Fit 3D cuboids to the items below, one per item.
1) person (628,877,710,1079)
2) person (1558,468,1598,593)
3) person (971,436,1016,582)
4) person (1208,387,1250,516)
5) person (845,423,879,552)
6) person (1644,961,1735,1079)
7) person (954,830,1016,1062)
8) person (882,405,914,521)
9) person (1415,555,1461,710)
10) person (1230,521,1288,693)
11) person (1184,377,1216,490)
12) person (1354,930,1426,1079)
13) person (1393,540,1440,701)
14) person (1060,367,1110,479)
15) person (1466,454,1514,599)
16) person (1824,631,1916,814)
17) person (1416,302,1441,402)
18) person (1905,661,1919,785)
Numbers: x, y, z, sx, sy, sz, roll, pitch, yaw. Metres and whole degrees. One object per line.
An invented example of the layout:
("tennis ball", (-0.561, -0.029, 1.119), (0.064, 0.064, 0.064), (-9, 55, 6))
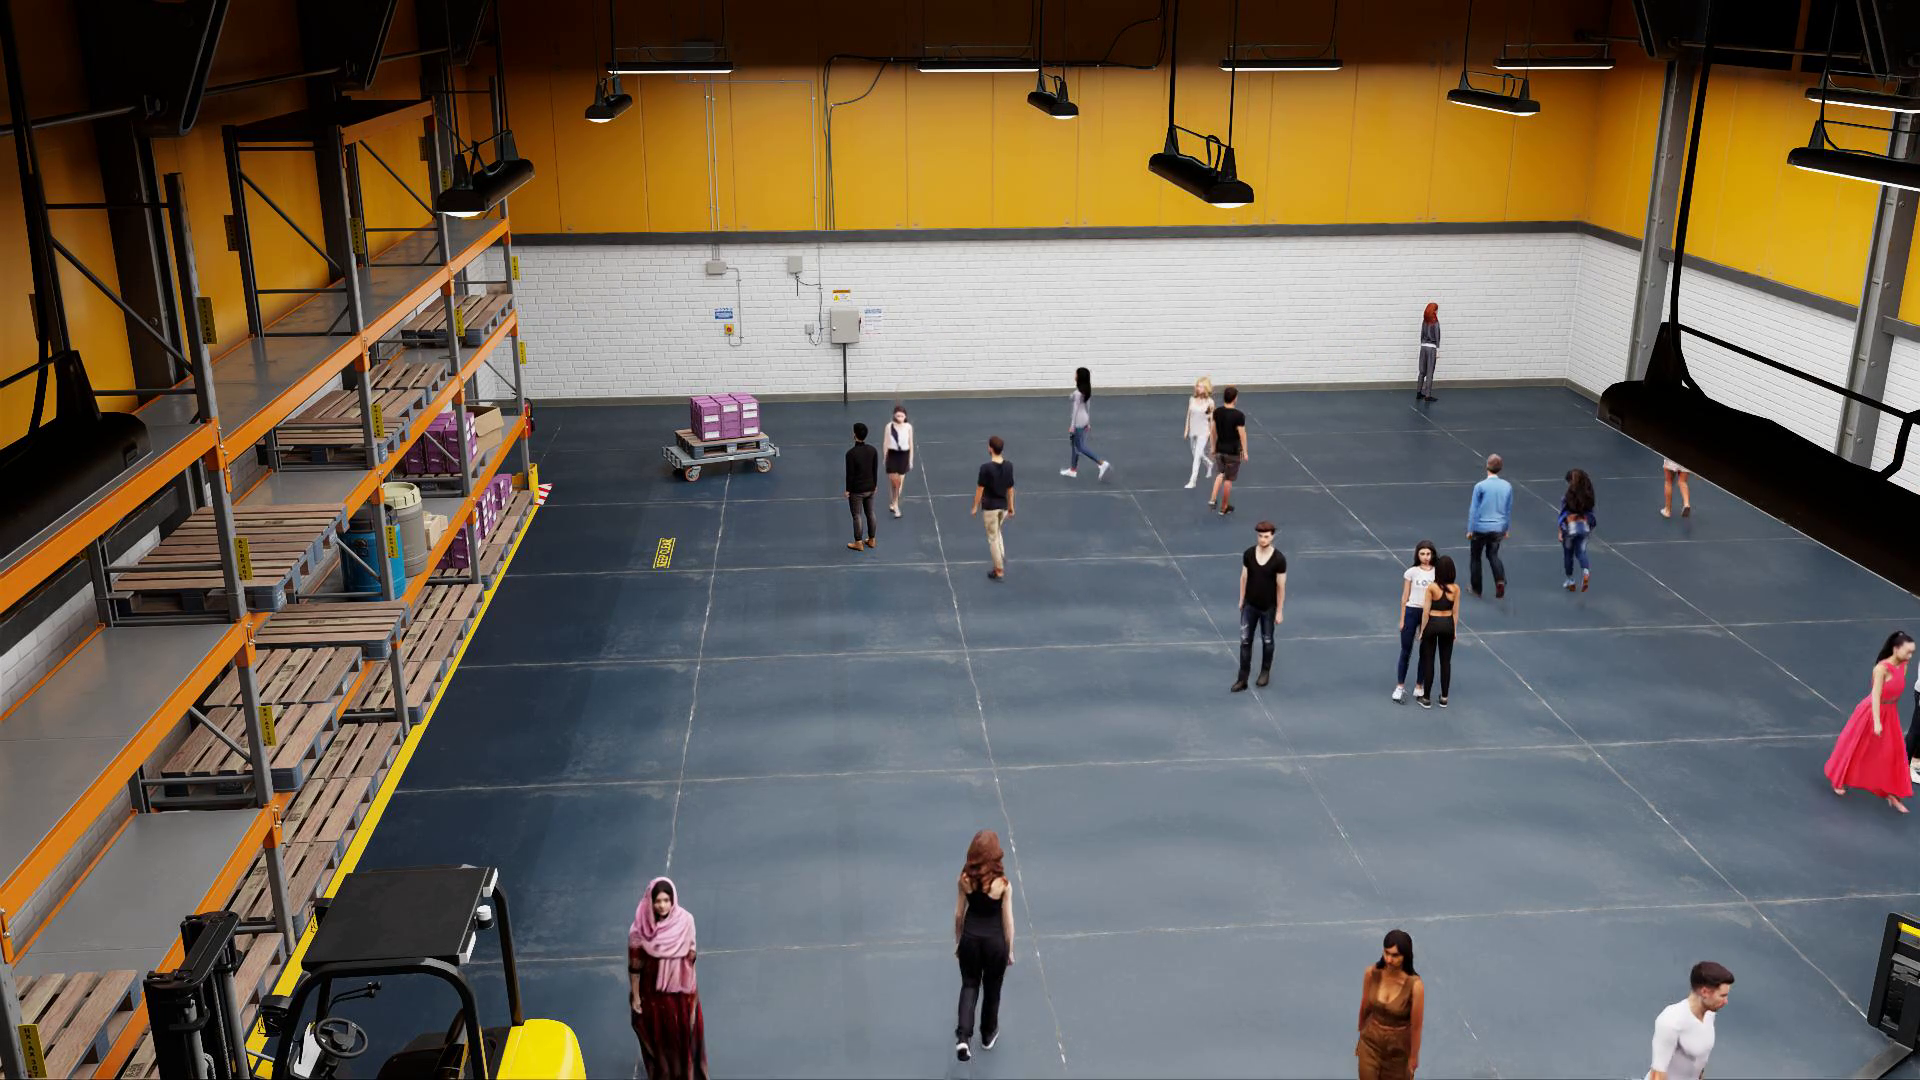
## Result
("person", (-2.021, 2.981, 11.257), (0.727, 1.614, 0.919), (-5, 19, -13))
("person", (7.565, -0.072, 20.340), (0.640, 1.603, 0.864), (0, 19, 0))
("person", (0.495, -0.368, 20.844), (0.775, 1.842, 0.813), (-14, 23, -36))
("person", (3.718, -1.234, 23.405), (0.841, 1.849, 0.905), (16, 25, 40))
("person", (-1.305, -0.719, 22.075), (0.726, 1.723, 0.724), (-13, 23, -34))
("person", (4.182, 3.302, 9.976), (0.963, 1.823, 1.027), (-10, 21, -28))
("person", (0.143, 2.842, 11.486), (0.778, 1.731, 0.997), (5, 19, 15))
("person", (-0.887, -1.122, 23.444), (0.647, 1.612, 1.041), (-3, 19, -9))
("person", (4.968, 0.945, 17.257), (0.564, 1.643, 0.511), (0, 19, -1))
("person", (3.242, 0.671, 17.722), (1.011, 1.866, 1.128), (10, 21, 27))
("person", (3.635, -1.626, 24.888), (1.037, 1.645, 1.050), (17, 25, 42))
("person", (2.744, 3.192, 10.539), (0.882, 1.672, 0.952), (14, 23, 36))
("person", (4.805, 0.836, 17.381), (0.668, 1.772, 0.567), (-1, 19, -2))
("person", (1.897, -1.732, 25.091), (0.983, 1.717, 1.070), (8, 20, 22))
("person", (6.452, -0.127, 20.195), (0.707, 1.800, 0.921), (-4, 19, -11))
("person", (8.311, 1.611, 15.209), (0.803, 1.688, 1.127), (-6, 20, -17))
("person", (8.449, -3.400, 29.945), (0.711, 1.779, 0.561), (-9, 21, -26))
("person", (9.152, 1.442, 15.692), (0.712, 1.701, 0.738), (-14, 23, -36))
